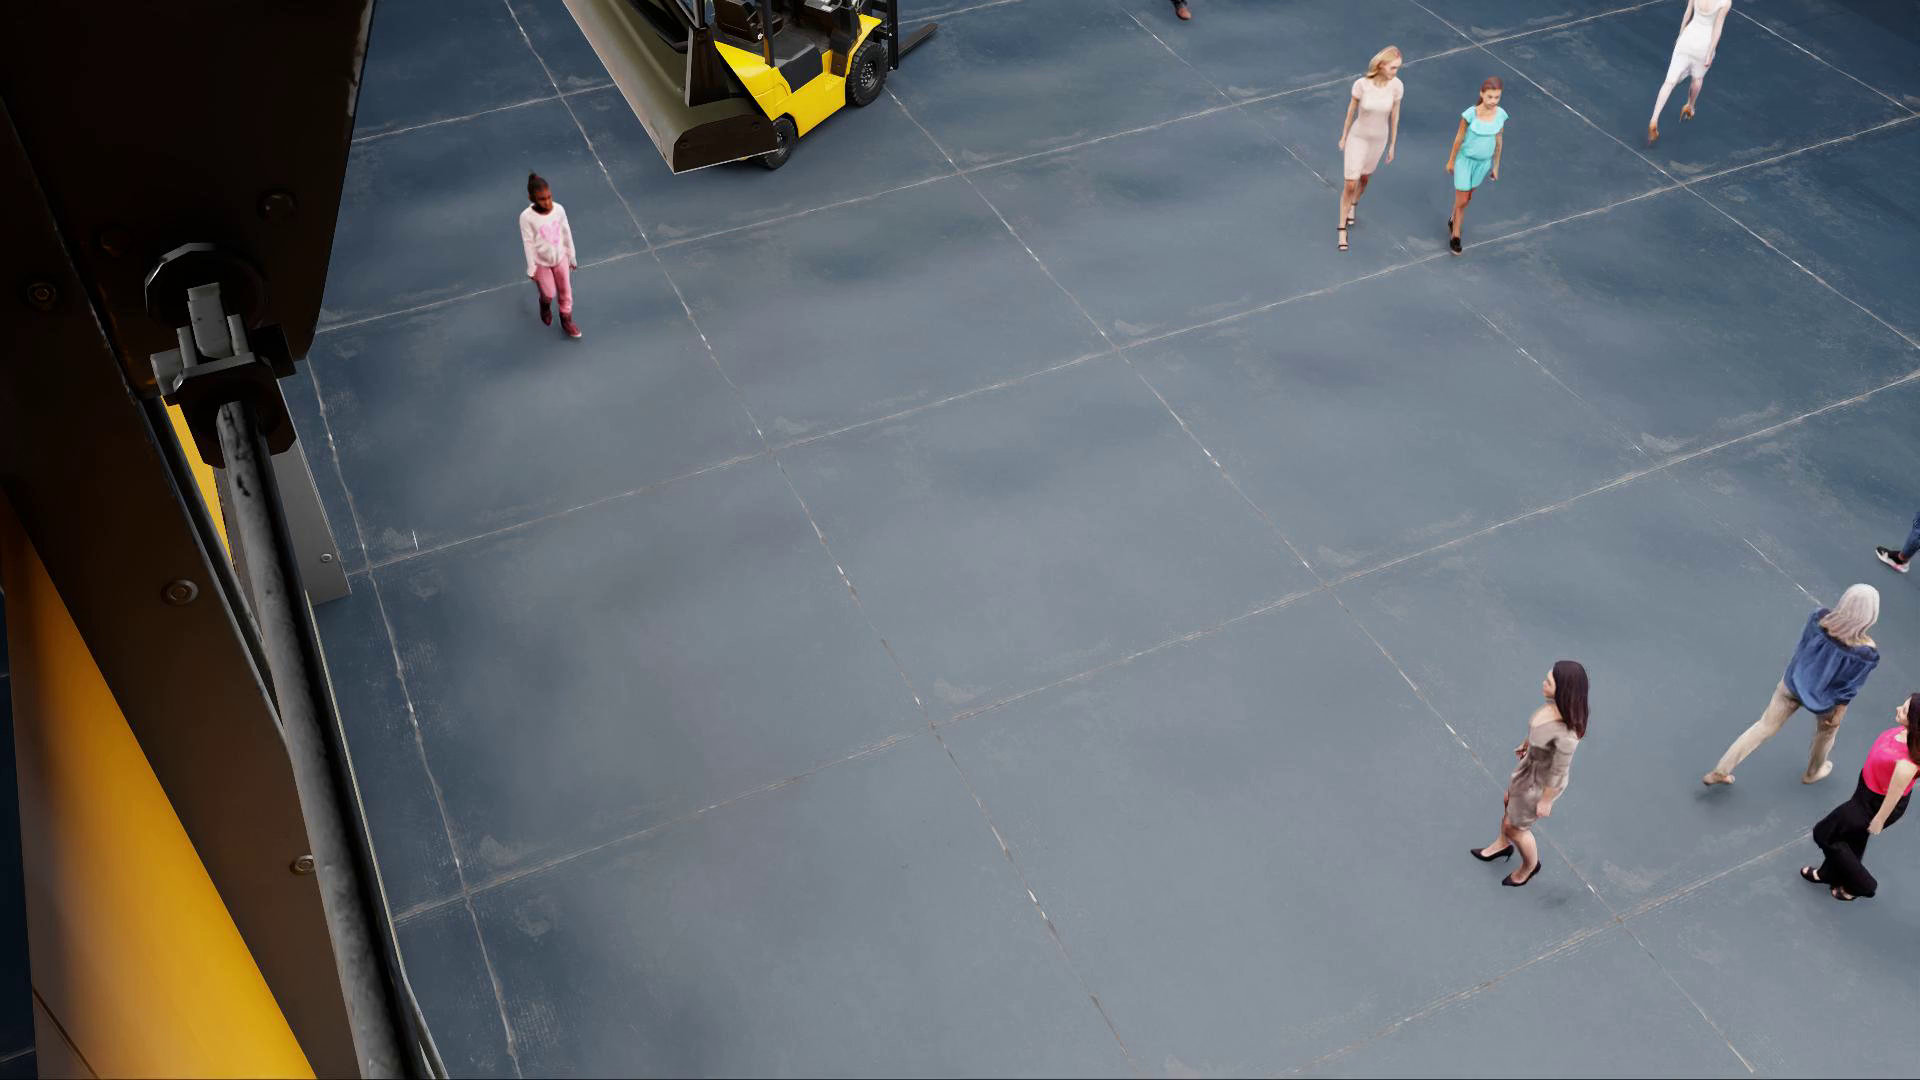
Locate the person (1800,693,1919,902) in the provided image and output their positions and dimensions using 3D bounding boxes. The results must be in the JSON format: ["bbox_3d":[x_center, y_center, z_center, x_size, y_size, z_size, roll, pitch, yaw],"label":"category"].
[{"bbox_3d":[5.132,1.474,9.179,0.800,1.647,0.735,25,49,24],"label":"person"}]

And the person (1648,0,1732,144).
[{"bbox_3d":[6.714,-4.494,15.372,0.866,1.746,1.062,-32,52,-29],"label":"person"}]

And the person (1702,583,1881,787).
[{"bbox_3d":[4.912,0.927,9.753,0.731,1.647,1.041,-19,47,-19],"label":"person"}]

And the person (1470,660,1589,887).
[{"bbox_3d":[3.276,1.326,9.266,0.810,1.740,0.715,6,44,6],"label":"person"}]

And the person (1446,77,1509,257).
[{"bbox_3d":[4.382,-3.285,14.248,0.737,1.544,0.886,-1,44,-1],"label":"person"}]

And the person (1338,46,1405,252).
[{"bbox_3d":[3.476,-3.436,14.233,0.858,1.785,1.032,2,44,2],"label":"person"}]

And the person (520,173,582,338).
[{"bbox_3d":[-3.309,-2.283,13.275,0.612,1.436,0.710,-25,49,-24],"label":"person"}]
